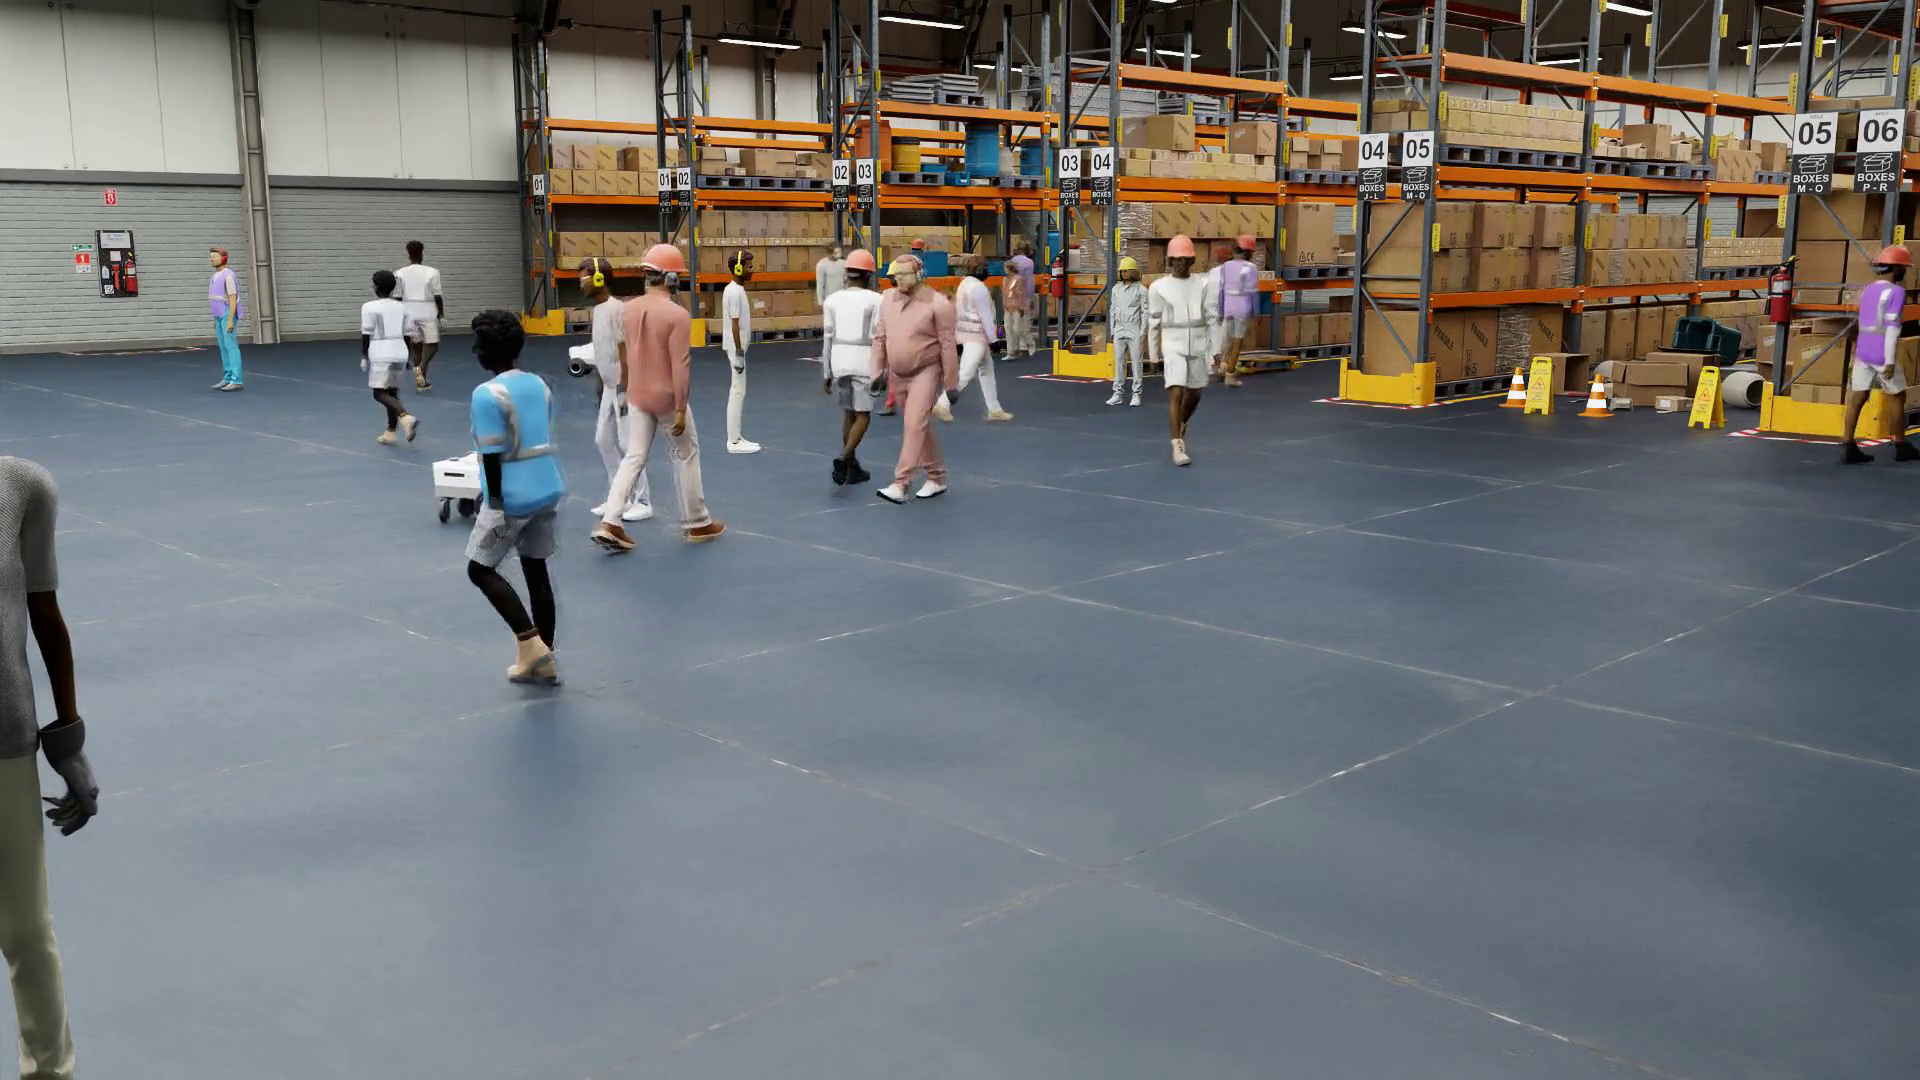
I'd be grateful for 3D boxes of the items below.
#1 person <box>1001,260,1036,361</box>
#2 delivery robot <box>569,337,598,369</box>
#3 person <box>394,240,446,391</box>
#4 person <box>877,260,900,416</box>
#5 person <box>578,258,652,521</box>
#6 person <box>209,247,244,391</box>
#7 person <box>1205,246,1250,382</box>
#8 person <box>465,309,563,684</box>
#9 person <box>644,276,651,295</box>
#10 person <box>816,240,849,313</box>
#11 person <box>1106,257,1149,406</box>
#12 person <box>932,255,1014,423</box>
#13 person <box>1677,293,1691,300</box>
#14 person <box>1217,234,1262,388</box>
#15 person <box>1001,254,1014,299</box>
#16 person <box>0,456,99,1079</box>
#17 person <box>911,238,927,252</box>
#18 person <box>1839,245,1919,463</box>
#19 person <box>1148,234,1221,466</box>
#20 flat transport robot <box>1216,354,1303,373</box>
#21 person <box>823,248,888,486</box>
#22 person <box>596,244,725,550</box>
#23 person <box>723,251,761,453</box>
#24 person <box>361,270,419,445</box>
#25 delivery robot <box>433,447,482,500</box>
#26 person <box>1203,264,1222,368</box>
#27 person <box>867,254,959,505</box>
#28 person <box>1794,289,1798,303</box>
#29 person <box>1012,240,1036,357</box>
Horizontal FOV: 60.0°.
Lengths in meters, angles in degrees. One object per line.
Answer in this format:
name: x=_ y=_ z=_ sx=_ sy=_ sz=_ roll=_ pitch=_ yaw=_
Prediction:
person: x=0.910 y=-3.706 z=26.790 sx=0.577 sy=1.610 sz=0.532 roll=-7 pitch=12 yaw=-32
delivery robot: x=-5.236 y=-2.670 z=23.903 sx=0.707 sy=0.478 sz=0.477 roll=0 pitch=10 yaw=1
person: x=-6.971 y=-2.889 z=21.432 sx=0.629 sy=1.946 sz=0.637 roll=0 pitch=10 yaw=1
person: x=-0.651 y=-2.305 z=18.838 sx=0.861 sy=1.728 sz=0.523 roll=-10 pitch=14 yaw=-43
person: x=-2.460 y=-1.070 z=11.803 sx=0.418 sy=1.842 sz=0.522 roll=-6 pitch=12 yaw=-30
person: x=-9.546 y=-2.874 z=21.620 sx=0.384 sy=1.849 sz=0.569 roll=-10 pitch=14 yaw=-42
person: x=3.702 y=-3.119 z=22.967 sx=0.957 sy=1.836 sz=0.601 roll=-9 pitch=13 yaw=-39
person: x=-1.974 y=-0.175 z=7.369 sx=0.369 sy=1.682 sz=0.539 roll=4 pitch=11 yaw=22
person: x=-6.152 y=-5.116 z=34.079 sx=0.950 sy=1.769 sz=0.604 roll=-8 pitch=13 yaw=-37
person: x=-2.025 y=-3.827 z=26.622 sx=0.444 sy=1.918 sz=0.658 roll=10 pitch=14 yaw=43
person: x=1.985 y=-2.463 z=19.669 sx=0.487 sy=1.744 sz=0.312 roll=7 pitch=12 yaw=33
person: x=0.113 y=-2.166 z=17.942 sx=0.952 sy=1.811 sz=0.616 roll=-2 pitch=11 yaw=-13
person: x=15.318 y=-5.366 z=35.009 sx=0.547 sy=1.929 sz=0.385 roll=-2 pitch=11 yaw=-10
person: x=3.683 y=-3.018 z=21.983 sx=0.485 sy=2.010 sz=0.617 roll=-7 pitch=13 yaw=-35
person: x=1.032 y=-4.995 z=33.773 sx=0.498 sy=1.634 sz=0.283 roll=10 pitch=14 yaw=42
person: x=-2.065 y=0.461 z=3.413 sx=0.516 sy=1.864 sz=0.319 roll=-8 pitch=13 yaw=-38
person: x=-0.760 y=-4.456 z=30.002 sx=0.361 sy=1.939 sz=0.543 roll=-9 pitch=14 yaw=-41
person: x=8.211 y=-1.623 z=14.637 sx=0.860 sy=1.904 sz=0.577 roll=-1 pitch=10 yaw=-6
person: x=1.979 y=-1.715 z=14.860 sx=0.627 sy=2.016 sz=0.925 roll=-2 pitch=11 yaw=-12
flat transport robot: x=4.422 y=-2.634 z=24.736 sx=1.431 sy=0.197 sz=0.652 roll=-10 pitch=14 yaw=-43
person: x=-0.872 y=-1.363 z=13.264 sx=0.553 sy=1.907 sz=0.778 roll=4 pitch=11 yaw=20
person: x=-1.960 y=-0.912 z=10.668 sx=0.618 sy=1.956 sz=0.986 roll=7 pitch=12 yaw=33
person: x=-2.042 y=-1.750 z=15.476 sx=0.331 sy=1.862 sz=0.500 roll=-2 pitch=11 yaw=-9
person: x=-5.390 y=-1.726 z=15.814 sx=0.670 sy=1.679 sz=0.533 roll=6 pitch=12 yaw=31
delivery robot: x=-3.374 y=-0.448 z=11.787 sx=0.707 sy=0.478 sz=0.477 roll=5 pitch=11 yaw=24
person: x=3.552 y=-3.036 z=23.148 sx=0.693 sy=1.613 sz=0.492 roll=-5 pitch=11 yaw=-25
person: x=-0.387 y=-1.199 z=12.469 sx=0.634 sy=1.849 sz=0.970 roll=8 pitch=13 yaw=38
person: x=16.868 y=-5.075 z=33.712 sx=0.630 sy=1.825 sz=0.746 roll=-2 pitch=11 yaw=-13
person: x=1.022 y=-4.020 z=27.728 sx=0.331 sy=1.932 sz=0.698 roll=-7 pitch=12 yaw=-33
